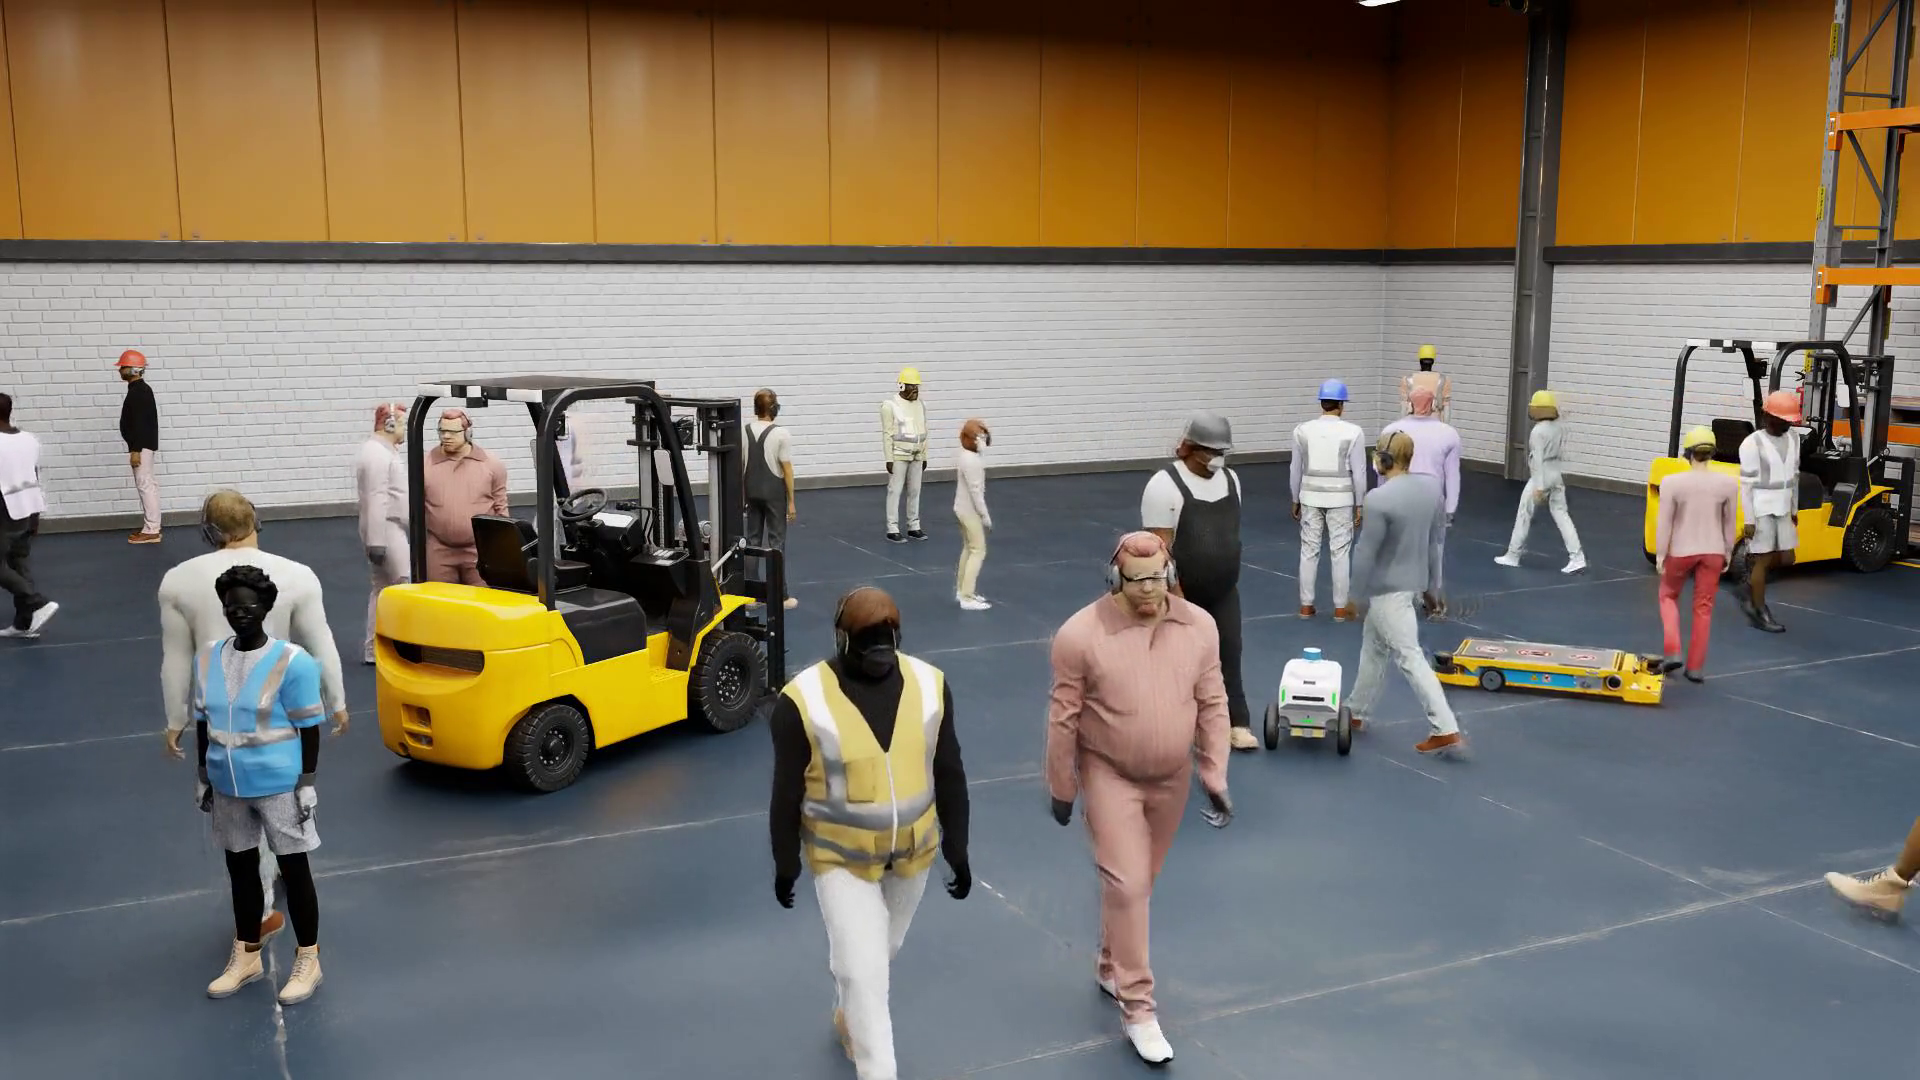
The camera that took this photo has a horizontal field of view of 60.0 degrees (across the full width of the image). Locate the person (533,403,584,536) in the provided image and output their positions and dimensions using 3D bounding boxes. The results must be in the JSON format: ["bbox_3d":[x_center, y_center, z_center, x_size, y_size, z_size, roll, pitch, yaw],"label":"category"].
[{"bbox_3d":[-3.539,-0.508,14.975,0.897,1.808,0.623,0,9,-3],"label":"person"}]

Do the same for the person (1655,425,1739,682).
[{"bbox_3d":[5.031,0.093,11.393,0.540,1.747,0.434,2,9,10],"label":"person"}]

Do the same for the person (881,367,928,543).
[{"bbox_3d":[-0.550,-0.883,17.246,0.595,1.825,0.403,-8,12,-42],"label":"person"}]

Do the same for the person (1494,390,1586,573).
[{"bbox_3d":[5.496,-0.549,15.566,0.486,1.703,0.908,-6,11,-34],"label":"person"}]

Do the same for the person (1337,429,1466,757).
[{"bbox_3d":[2.581,0.295,9.761,1.051,1.891,0.645,9,13,44],"label":"person"}]

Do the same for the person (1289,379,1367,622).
[{"bbox_3d":[2.953,-0.315,13.336,0.615,1.942,0.407,5,10,28],"label":"person"}]

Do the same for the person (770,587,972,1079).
[{"bbox_3d":[-0.307,1.021,5.530,0.638,1.798,0.977,-4,10,-25],"label":"person"}]

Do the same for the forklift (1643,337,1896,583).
[{"bbox_3d":[7.551,-0.789,15.507,2.313,2.155,1.214,-4,10,-25],"label":"forklift"}]

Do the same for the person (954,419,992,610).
[{"bbox_3d":[0.108,-0.218,13.808,0.317,1.595,0.554,0,9,-2],"label":"person"}]

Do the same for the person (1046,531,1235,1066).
[{"bbox_3d":[0.691,0.901,6.022,0.631,1.864,0.860,-4,10,-21],"label":"person"}]

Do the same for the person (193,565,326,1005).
[{"bbox_3d":[-2.689,0.930,6.367,0.541,1.700,0.315,2,9,13],"label":"person"}]

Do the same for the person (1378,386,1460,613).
[{"bbox_3d":[3.714,-0.307,13.483,0.643,1.881,0.471,3,10,17],"label":"person"}]

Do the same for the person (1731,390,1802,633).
[{"bbox_3d":[6.269,-0.228,12.913,0.604,1.905,0.570,-3,10,-20],"label":"person"}]

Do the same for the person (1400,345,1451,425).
[{"bbox_3d":[5.571,-1.373,19.960,0.594,1.924,0.373,2,9,13],"label":"person"}]

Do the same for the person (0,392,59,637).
[{"bbox_3d":[-7.155,-0.178,12.612,0.495,1.900,0.609,1,9,5],"label":"person"}]

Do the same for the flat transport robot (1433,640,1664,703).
[{"bbox_3d":[3.959,0.862,11.213,1.431,0.197,0.652,4,10,24],"label":"flat transport robot"}]

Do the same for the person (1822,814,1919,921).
[{"bbox_3d":[4.218,0.676,7.006,0.992,1.996,0.623,7,12,38],"label":"person"}]

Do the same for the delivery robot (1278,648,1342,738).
[{"bbox_3d":[2.087,0.887,9.888,0.477,0.478,0.707,2,10,14],"label":"delivery robot"}]

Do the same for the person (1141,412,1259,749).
[{"bbox_3d":[1.420,0.221,9.711,0.697,2.000,0.831,-4,10,-24],"label":"person"}]

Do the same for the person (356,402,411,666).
[{"bbox_3d":[-4.008,-0.032,11.774,0.564,1.878,0.664,-3,10,-17],"label":"person"}]

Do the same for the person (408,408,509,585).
[{"bbox_3d":[-3.319,0.073,11.057,0.644,1.904,0.399,-2,9,-14],"label":"person"}]

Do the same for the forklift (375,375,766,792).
[{"bbox_3d":[-2.268,0.149,9.685,1.214,2.155,2.313,6,11,32],"label":"forklift"}]

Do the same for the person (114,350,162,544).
[{"bbox_3d":[-8.487,-0.967,17.214,0.371,1.997,0.622,-3,10,-19],"label":"person"}]

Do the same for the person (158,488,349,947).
[{"bbox_3d":[-3.003,0.711,7.164,0.691,1.871,1.018,-1,9,-7],"label":"person"}]

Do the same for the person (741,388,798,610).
[{"bbox_3d":[-1.597,-0.330,13.740,0.517,1.842,0.327,4,10,22],"label":"person"}]
